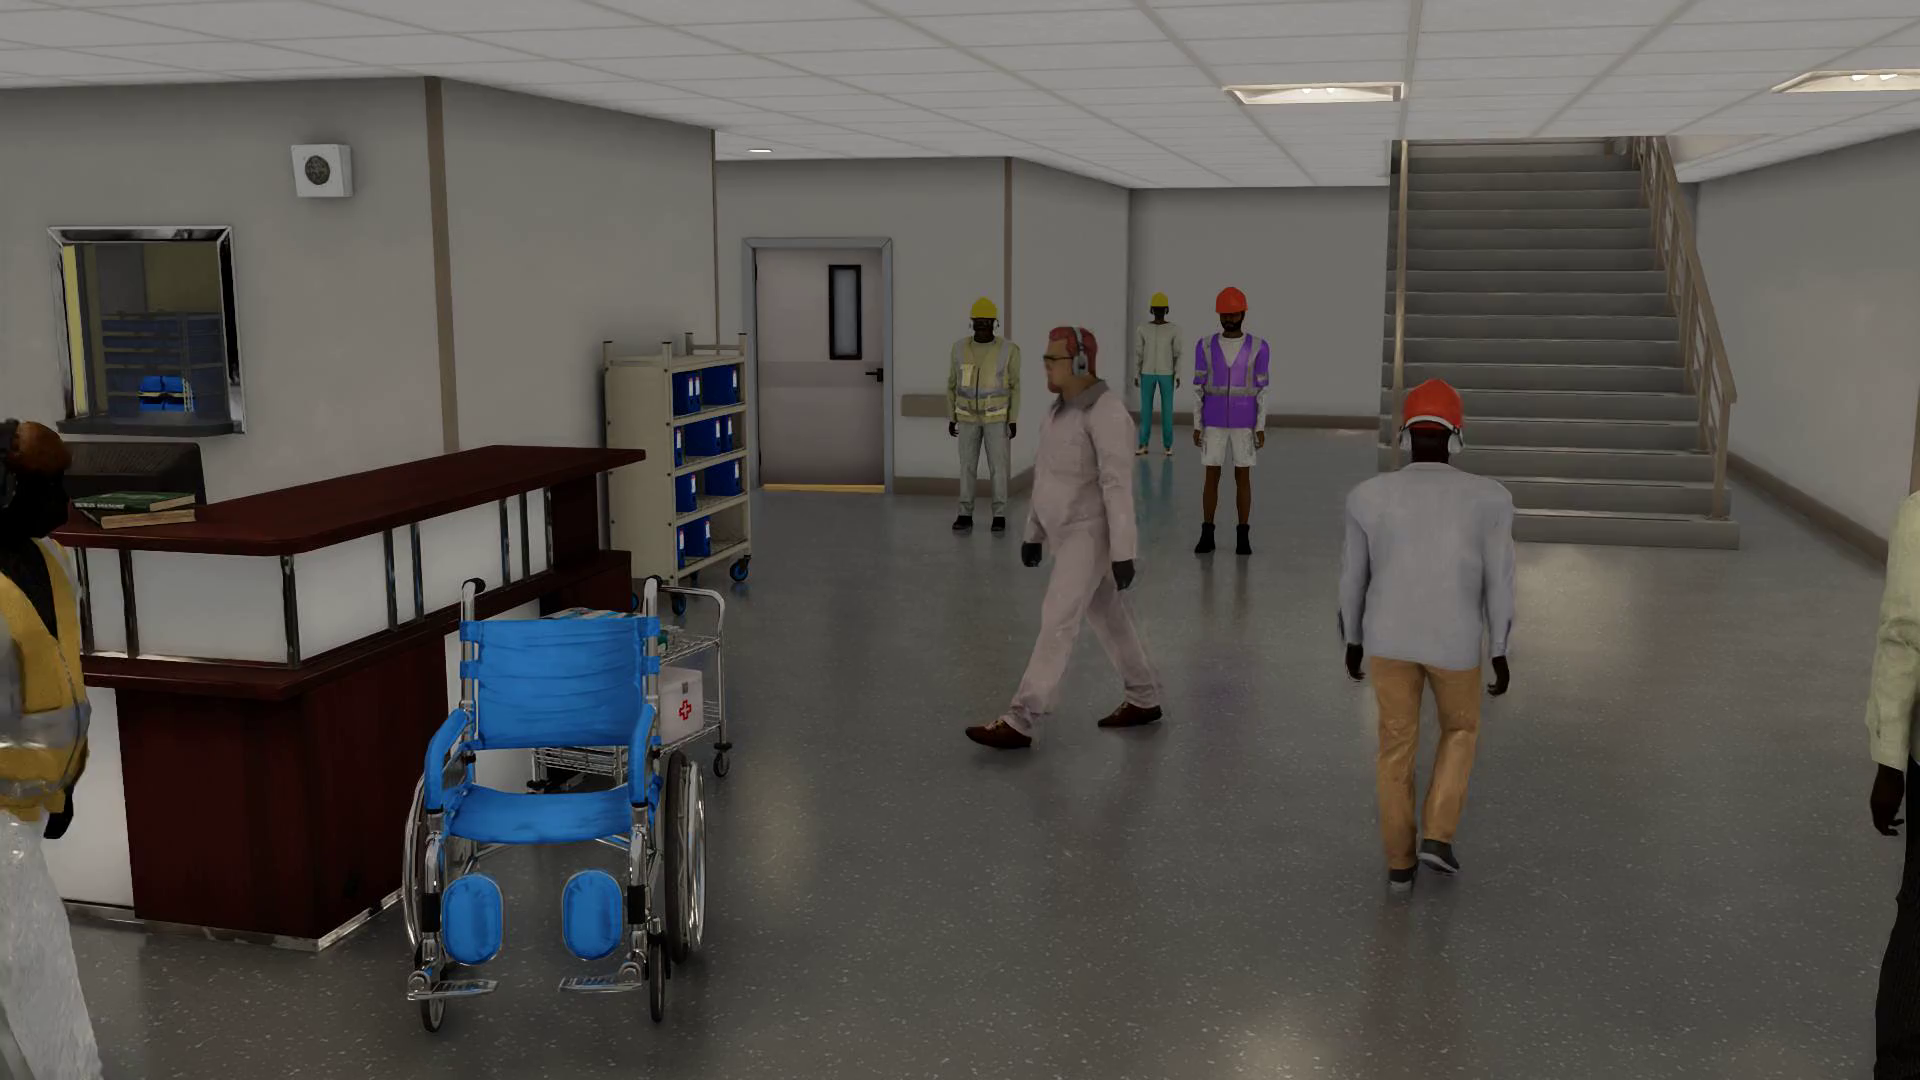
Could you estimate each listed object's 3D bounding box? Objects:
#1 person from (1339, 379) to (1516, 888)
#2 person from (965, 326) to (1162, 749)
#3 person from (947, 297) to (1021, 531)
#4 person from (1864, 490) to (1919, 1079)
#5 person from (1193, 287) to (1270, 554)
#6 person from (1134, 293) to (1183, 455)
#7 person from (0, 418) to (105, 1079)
[{"bbox_3d":[1.585,0.324,5.670,0.592,1.736,0.373,4,10,22],"label":"person"},{"bbox_3d":[0.503,-0.018,7.381,1.014,1.851,0.673,-3,10,-18],"label":"person"},{"bbox_3d":[0.178,-0.985,13.112,0.593,1.837,0.404,2,10,14],"label":"person"},{"bbox_3d":[2.409,0.517,3.804,0.614,1.994,0.381,2,10,14],"label":"person"},{"bbox_3d":[1.954,-0.858,12.066,0.547,1.938,0.359,2,10,14],"label":"person"},{"bbox_3d":[2.153,-1.801,18.116,0.527,1.772,0.305,2,10,14],"label":"person"},{"bbox_3d":[-2.359,0.607,3.918,0.908,1.795,0.667,0,10,-2],"label":"person"}]
